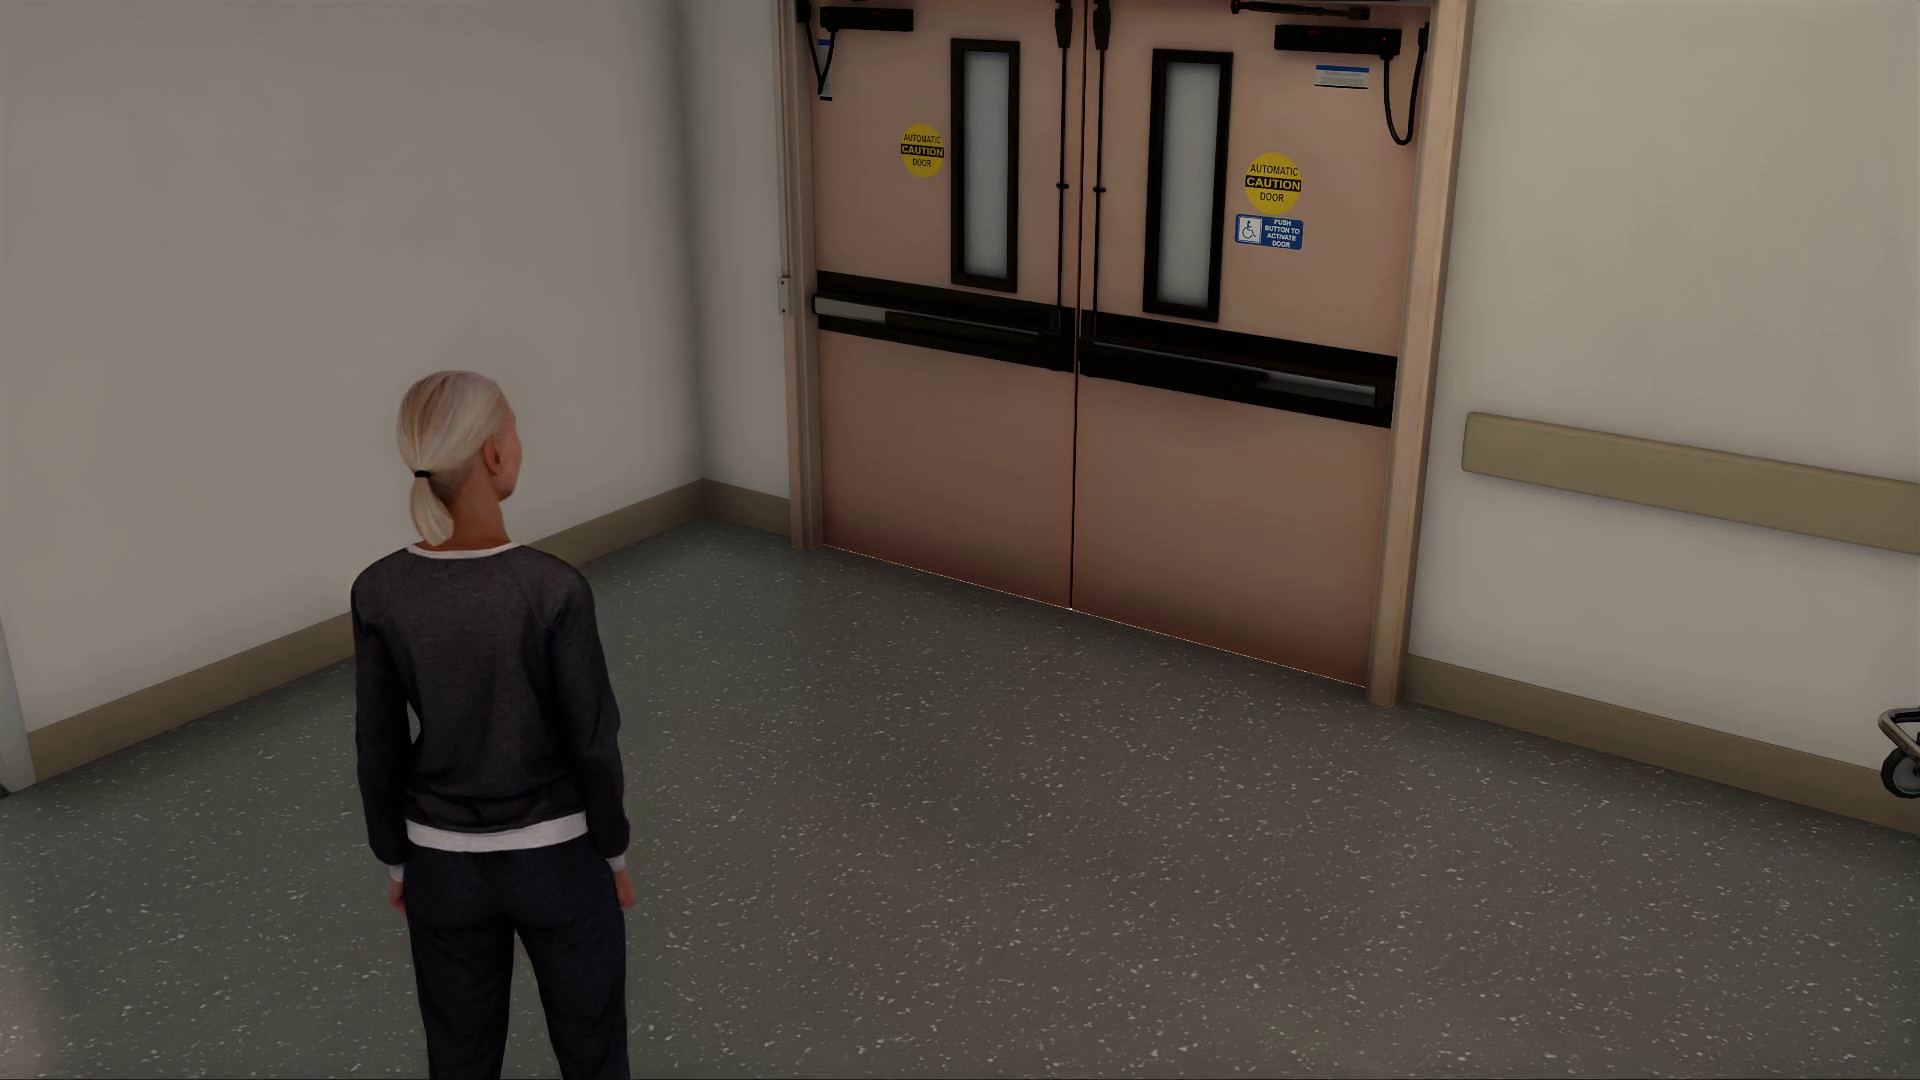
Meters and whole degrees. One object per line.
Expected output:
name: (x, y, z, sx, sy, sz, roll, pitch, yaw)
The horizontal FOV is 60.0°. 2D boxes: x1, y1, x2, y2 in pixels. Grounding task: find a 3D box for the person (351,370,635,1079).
person: (-0.804, 0.540, 2.944, 0.685, 1.726, 0.702, 0, 21, 0)
